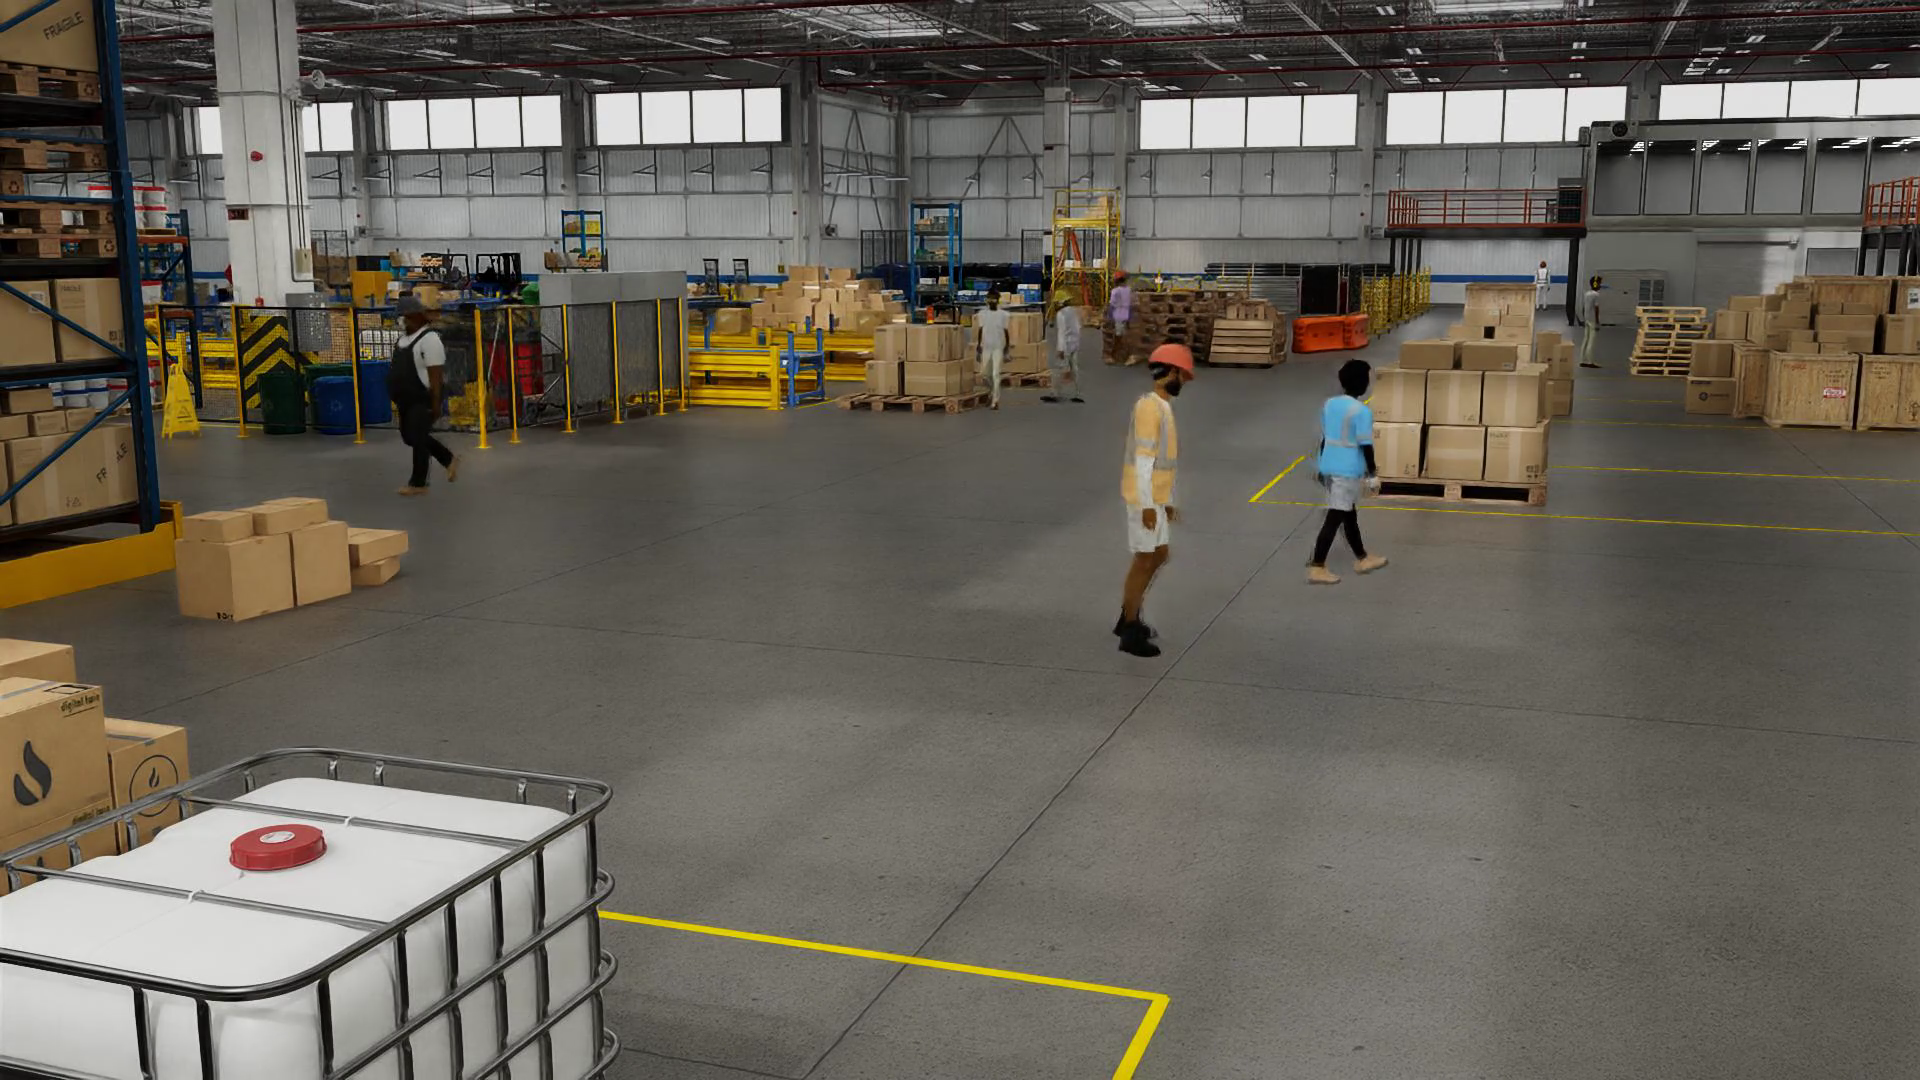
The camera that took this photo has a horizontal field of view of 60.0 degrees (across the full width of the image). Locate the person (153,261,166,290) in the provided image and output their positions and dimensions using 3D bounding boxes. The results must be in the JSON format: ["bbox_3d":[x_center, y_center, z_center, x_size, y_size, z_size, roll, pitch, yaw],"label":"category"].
[{"bbox_3d":[-33.809,-10.880,70.368,0.666,1.808,0.458,-9,13,-41],"label":"person"}]

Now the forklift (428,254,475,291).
[{"bbox_3d":[-20.133,-10.254,65.465,1.157,1.987,2.680,3,11,19],"label":"forklift"}]

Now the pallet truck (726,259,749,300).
[{"bbox_3d":[-7.986,-9.493,62.019,0.823,1.965,1.885,3,11,17],"label":"pallet truck"}]

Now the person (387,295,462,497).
[{"bbox_3d":[-5.389,-1.475,16.741,0.692,2.000,0.745,10,14,43],"label":"person"}]

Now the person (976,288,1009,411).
[{"bbox_3d":[0.482,-2.875,25.163,0.544,1.851,0.400,3,11,18],"label":"person"}]

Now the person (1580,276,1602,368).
[{"bbox_3d":[12.872,-4.428,33.876,0.335,1.865,0.520,-2,10,-10],"label":"person"}]

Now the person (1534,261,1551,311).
[{"bbox_3d":[22.066,-9.615,63.033,0.574,1.883,0.355,3,11,18],"label":"person"}]

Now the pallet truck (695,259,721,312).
[{"bbox_3d":[-9.165,-9.627,62.776,0.823,1.965,1.885,4,11,23],"label":"pallet truck"}]

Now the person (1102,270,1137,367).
[{"bbox_3d":[3.324,-4.560,34.379,0.993,2.016,0.636,9,13,41],"label":"person"}]

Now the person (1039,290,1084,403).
[{"bbox_3d":[1.632,-3.050,26.360,0.741,1.787,0.622,5,11,28],"label":"person"}]

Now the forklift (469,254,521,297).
[{"bbox_3d":[-17.990,-10.121,64.684,1.157,1.987,2.680,3,11,17],"label":"forklift"}]

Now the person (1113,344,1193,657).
[{"bbox_3d":[1.168,-0.248,10.264,0.436,1.896,0.625,3,10,16],"label":"person"}]

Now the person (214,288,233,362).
[{"bbox_3d":[-14.560,-4.171,33.034,0.913,1.645,0.534,3,11,19],"label":"person"}]

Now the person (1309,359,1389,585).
[{"bbox_3d":[2.934,-0.503,12.326,0.846,1.653,0.552,-3,11,-19],"label":"person"}]
